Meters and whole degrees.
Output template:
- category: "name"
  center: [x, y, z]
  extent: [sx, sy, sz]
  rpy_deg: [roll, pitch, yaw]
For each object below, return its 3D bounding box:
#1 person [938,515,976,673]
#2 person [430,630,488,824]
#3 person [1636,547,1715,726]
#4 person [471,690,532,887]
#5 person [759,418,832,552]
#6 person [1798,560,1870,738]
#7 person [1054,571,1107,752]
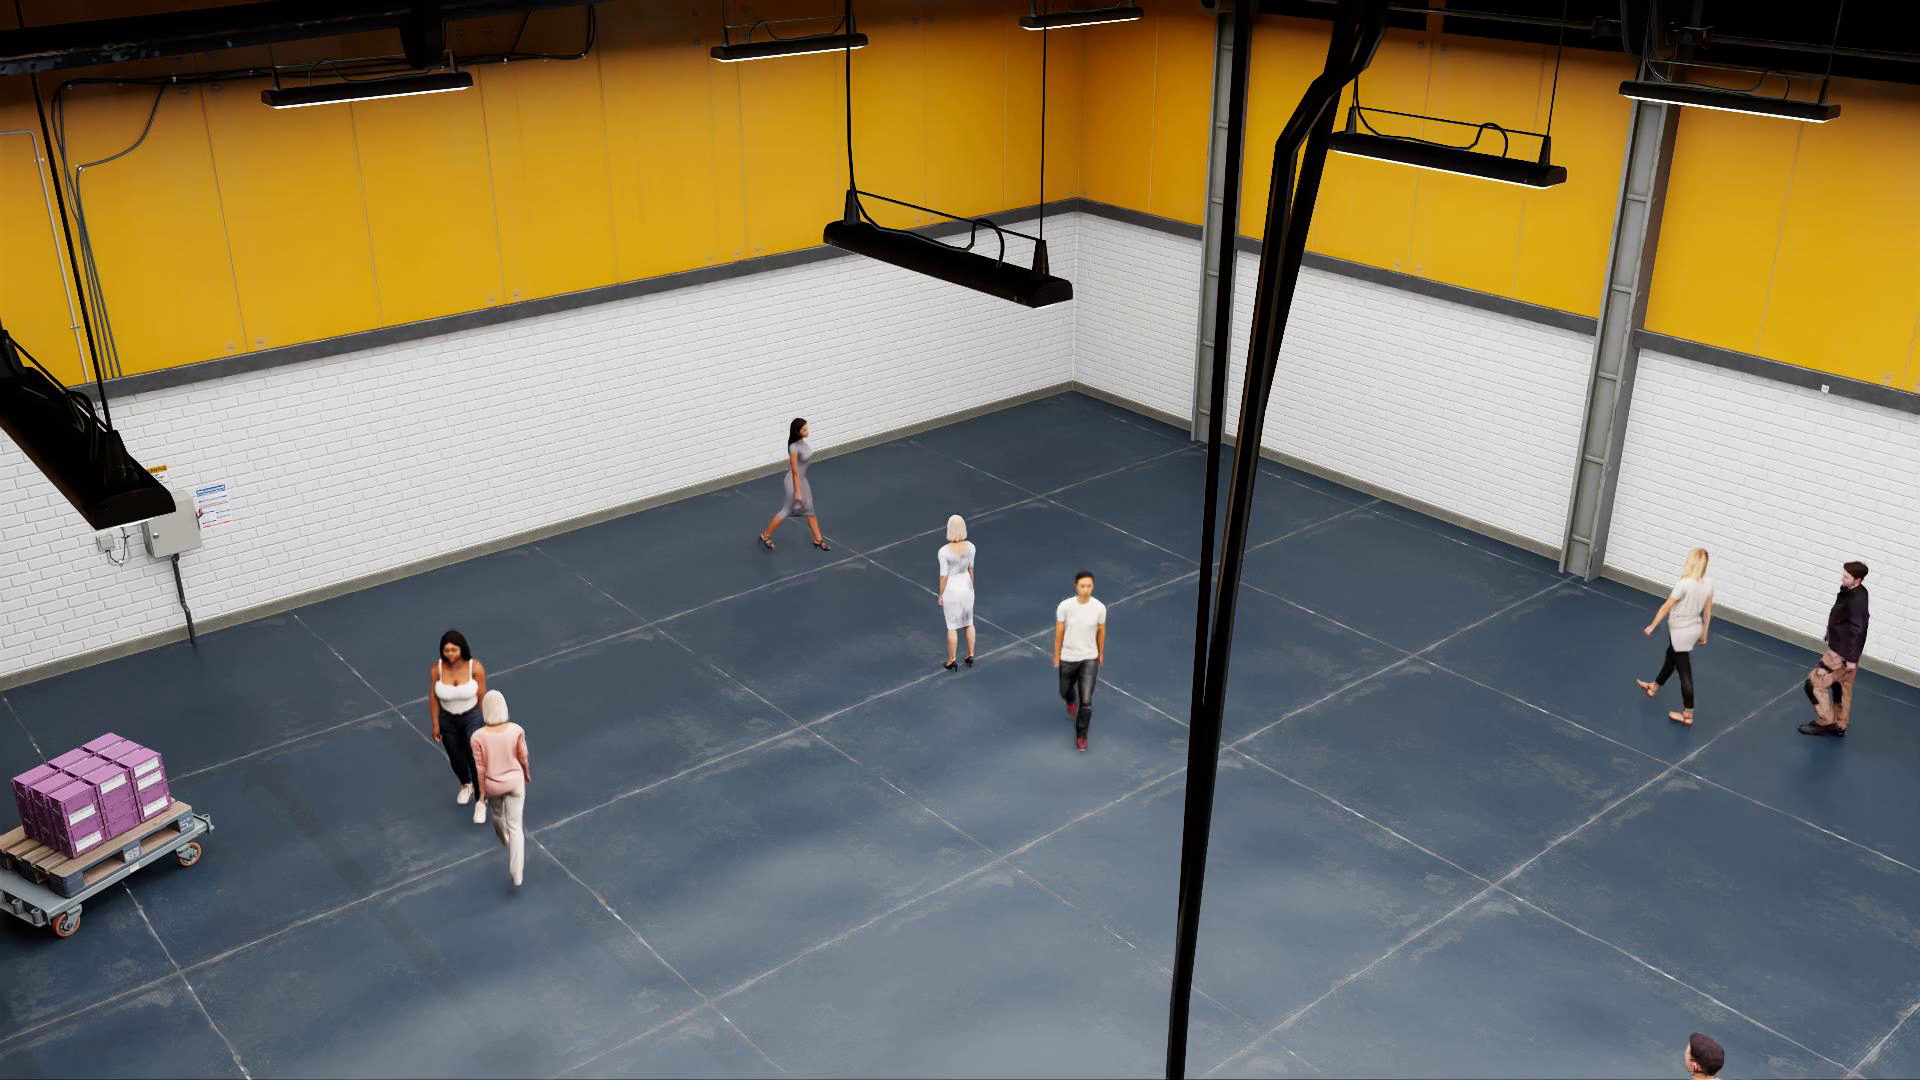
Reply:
- category: "person"
  center: [-0.019, 0.556, 17.460]
  extent: [0.614, 1.751, 0.593]
  rpy_deg: [-11, 26, -23]
- category: "person"
  center: [-4.497, 1.607, 14.995]
  extent: [0.914, 1.800, 1.005]
  rpy_deg: [-2, 24, -3]
- category: "person"
  center: [7.239, 0.994, 16.416]
  extent: [0.796, 1.786, 1.101]
  rpy_deg: [-12, 26, -25]
- category: "person"
  center: [-3.830, 2.111, 14.004]
  extent: [0.901, 1.670, 1.241]
  rpy_deg: [-8, 25, -17]
- category: "person"
  center: [-2.093, -0.636, 20.207]
  extent: [1.208, 1.735, 1.070]
  rpy_deg: [3, 24, 7]
- category: "person"
  center: [8.612, 1.090, 16.047]
  extent: [0.849, 1.904, 0.875]
  rpy_deg: [14, 27, 29]
- category: "person"
  center: [1.148, 1.106, 16.160]
  extent: [1.059, 1.786, 1.136]
  rpy_deg: [1, 24, 1]
